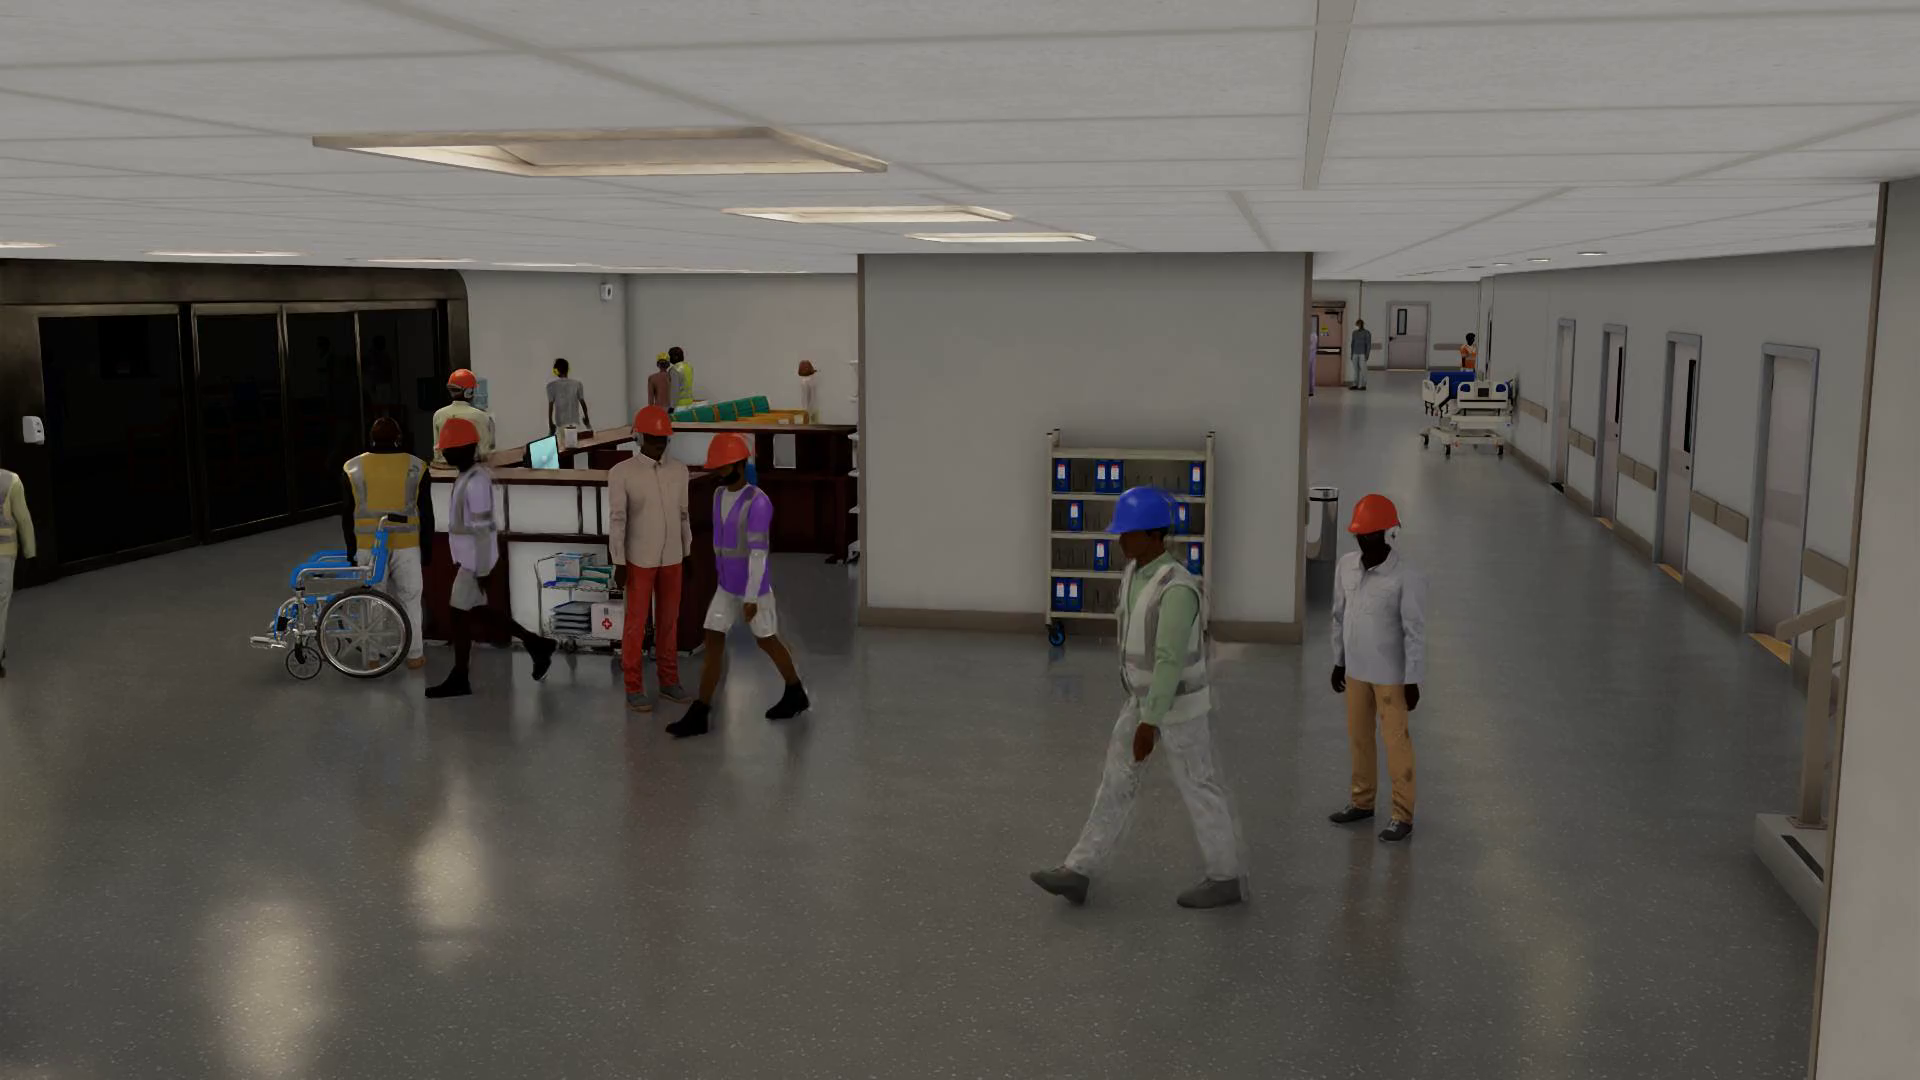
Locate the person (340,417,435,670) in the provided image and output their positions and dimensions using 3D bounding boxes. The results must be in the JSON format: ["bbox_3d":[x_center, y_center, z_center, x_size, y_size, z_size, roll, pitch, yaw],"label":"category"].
[{"bbox_3d":[-4.096,0.035,11.952,0.630,1.835,0.429,-3,9,-18],"label":"person"}]

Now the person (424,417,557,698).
[{"bbox_3d":[-3.195,0.111,11.219,0.819,1.907,0.560,-3,9,-21],"label":"person"}]

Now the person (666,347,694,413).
[{"bbox_3d":[-4.472,-2.149,26.425,0.429,1.839,0.621,2,9,16],"label":"person"}]

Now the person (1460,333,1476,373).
[{"bbox_3d":[12.351,-4.188,40.416,0.532,1.696,0.318,-8,12,-42],"label":"person"}]

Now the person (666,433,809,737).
[{"bbox_3d":[-1.343,0.260,10.330,0.553,1.876,1.033,8,12,44],"label":"person"}]

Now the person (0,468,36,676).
[{"bbox_3d":[-6.962,0.073,11.870,0.608,1.792,0.933,-3,9,-17],"label":"person"}]

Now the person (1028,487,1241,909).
[{"bbox_3d":[0.808,0.711,7.253,0.991,1.889,0.653,-3,9,-19],"label":"person"}]

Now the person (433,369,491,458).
[{"bbox_3d":[-4.661,-0.611,15.684,0.611,1.996,0.379,3,9,21],"label":"person"}]

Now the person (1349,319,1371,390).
[{"bbox_3d":[10.894,-5.040,45.262,0.369,1.938,0.630,-6,11,-36],"label":"person"}]

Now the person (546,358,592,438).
[{"bbox_3d":[-5.366,-1.583,22.741,0.549,1.818,0.973,0,9,-1],"label":"person"}]

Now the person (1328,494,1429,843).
[{"bbox_3d":[2.068,0.630,8.311,0.382,1.739,0.579,-5,10,-30],"label":"person"}]

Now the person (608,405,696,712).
[{"bbox_3d":[-1.999,0.114,10.878,0.624,1.991,0.390,-8,12,-44],"label":"person"}]
